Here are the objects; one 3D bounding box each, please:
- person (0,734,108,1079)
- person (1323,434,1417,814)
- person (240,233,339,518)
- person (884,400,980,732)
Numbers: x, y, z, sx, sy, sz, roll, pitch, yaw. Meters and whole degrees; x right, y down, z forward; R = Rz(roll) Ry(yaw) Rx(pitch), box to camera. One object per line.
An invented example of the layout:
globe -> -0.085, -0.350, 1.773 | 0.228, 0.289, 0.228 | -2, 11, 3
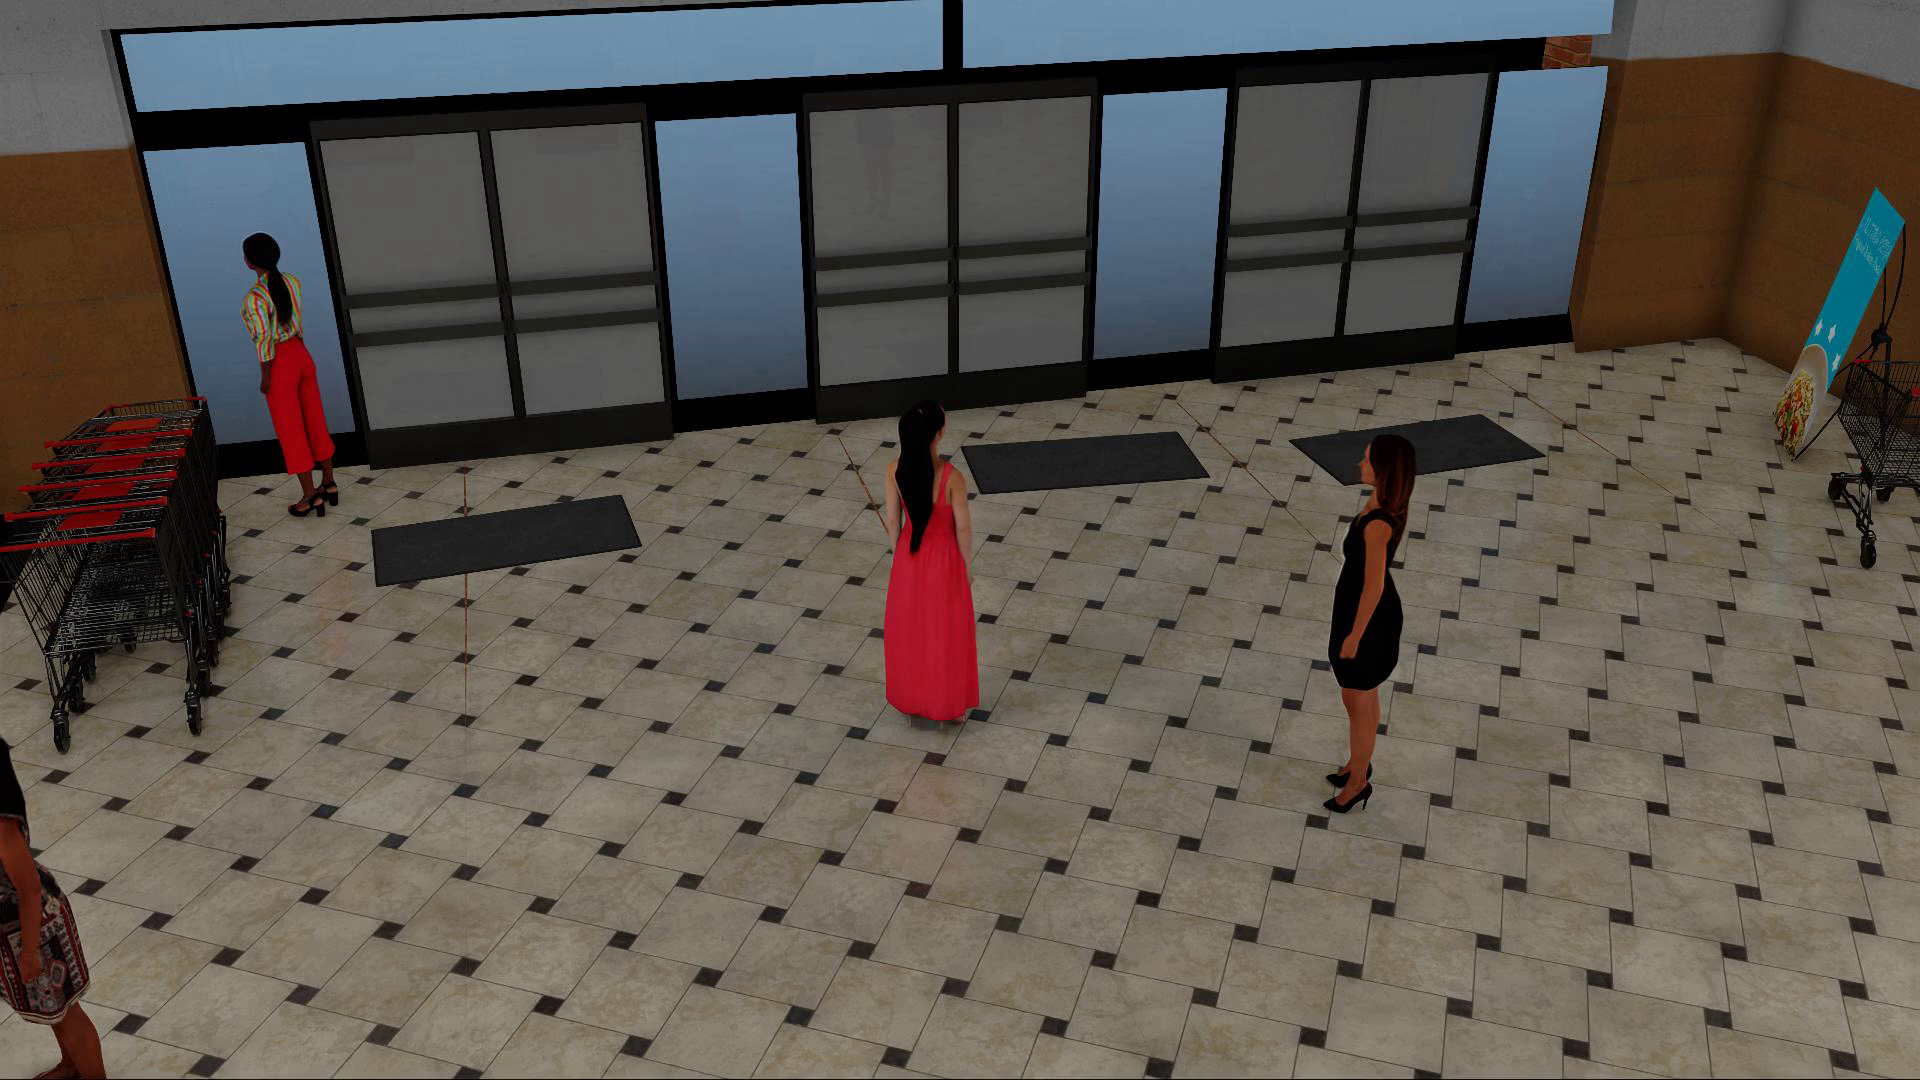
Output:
person -> -3.214, 1.307, 5.712 | 0.784, 1.645, 0.636 | -22, 34, -36
person -> 1.787, 0.387, 7.315 | 0.726, 1.835, 0.631 | 9, 28, 16
person -> -4.068, -0.989, 10.077 | 0.748, 1.792, 0.646 | 8, 28, 16
person -> -0.147, 0.138, 7.925 | 0.714, 1.727, 0.749 | 10, 29, 19
